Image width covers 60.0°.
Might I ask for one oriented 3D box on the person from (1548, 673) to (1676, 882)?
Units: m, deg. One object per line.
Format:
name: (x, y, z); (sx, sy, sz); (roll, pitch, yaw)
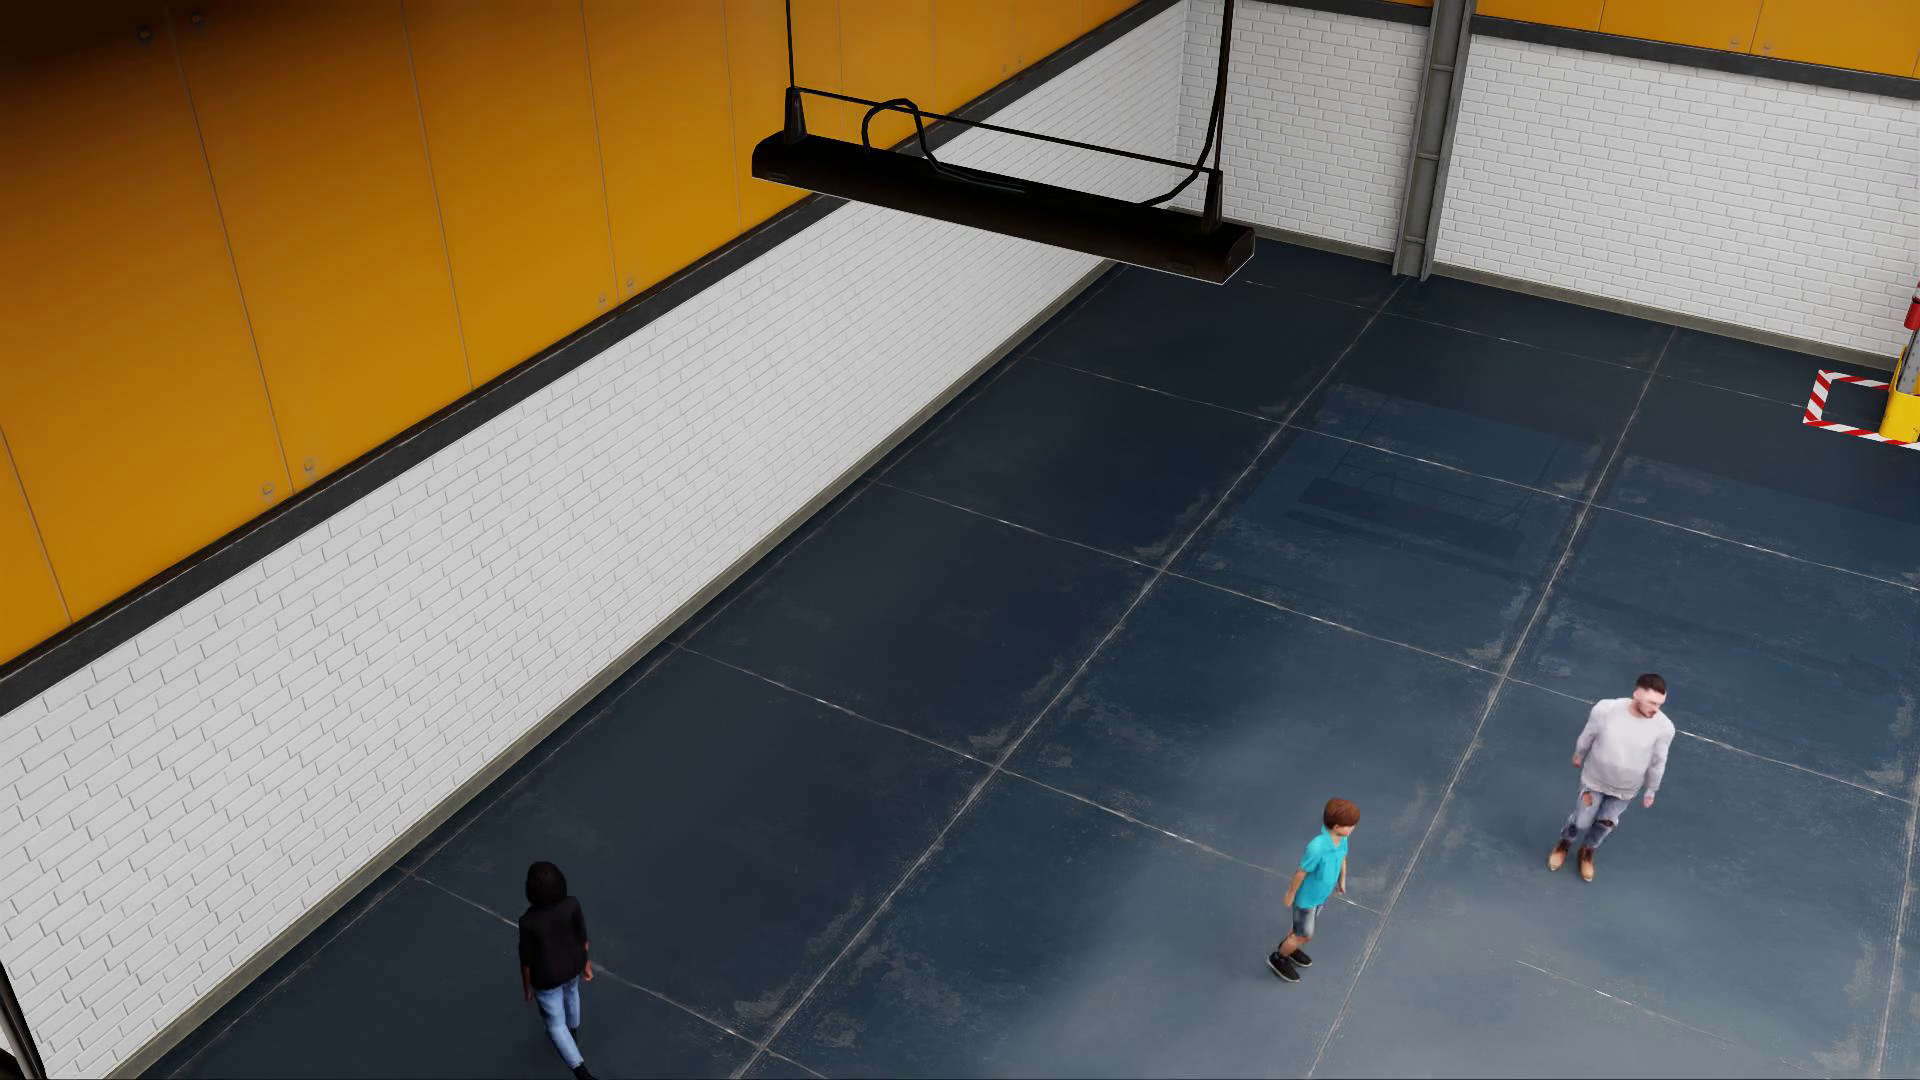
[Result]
person: (4.323, 1.535, 11.080); (0.599, 1.802, 0.799); (21, 39, 28)

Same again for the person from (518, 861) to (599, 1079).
person: (-2.295, 2.568, 9.641); (0.834, 1.675, 1.114); (-23, 40, -30)

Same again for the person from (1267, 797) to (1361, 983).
person: (2.169, 2.169, 10.471); (0.616, 1.422, 0.645); (-20, 39, -28)
